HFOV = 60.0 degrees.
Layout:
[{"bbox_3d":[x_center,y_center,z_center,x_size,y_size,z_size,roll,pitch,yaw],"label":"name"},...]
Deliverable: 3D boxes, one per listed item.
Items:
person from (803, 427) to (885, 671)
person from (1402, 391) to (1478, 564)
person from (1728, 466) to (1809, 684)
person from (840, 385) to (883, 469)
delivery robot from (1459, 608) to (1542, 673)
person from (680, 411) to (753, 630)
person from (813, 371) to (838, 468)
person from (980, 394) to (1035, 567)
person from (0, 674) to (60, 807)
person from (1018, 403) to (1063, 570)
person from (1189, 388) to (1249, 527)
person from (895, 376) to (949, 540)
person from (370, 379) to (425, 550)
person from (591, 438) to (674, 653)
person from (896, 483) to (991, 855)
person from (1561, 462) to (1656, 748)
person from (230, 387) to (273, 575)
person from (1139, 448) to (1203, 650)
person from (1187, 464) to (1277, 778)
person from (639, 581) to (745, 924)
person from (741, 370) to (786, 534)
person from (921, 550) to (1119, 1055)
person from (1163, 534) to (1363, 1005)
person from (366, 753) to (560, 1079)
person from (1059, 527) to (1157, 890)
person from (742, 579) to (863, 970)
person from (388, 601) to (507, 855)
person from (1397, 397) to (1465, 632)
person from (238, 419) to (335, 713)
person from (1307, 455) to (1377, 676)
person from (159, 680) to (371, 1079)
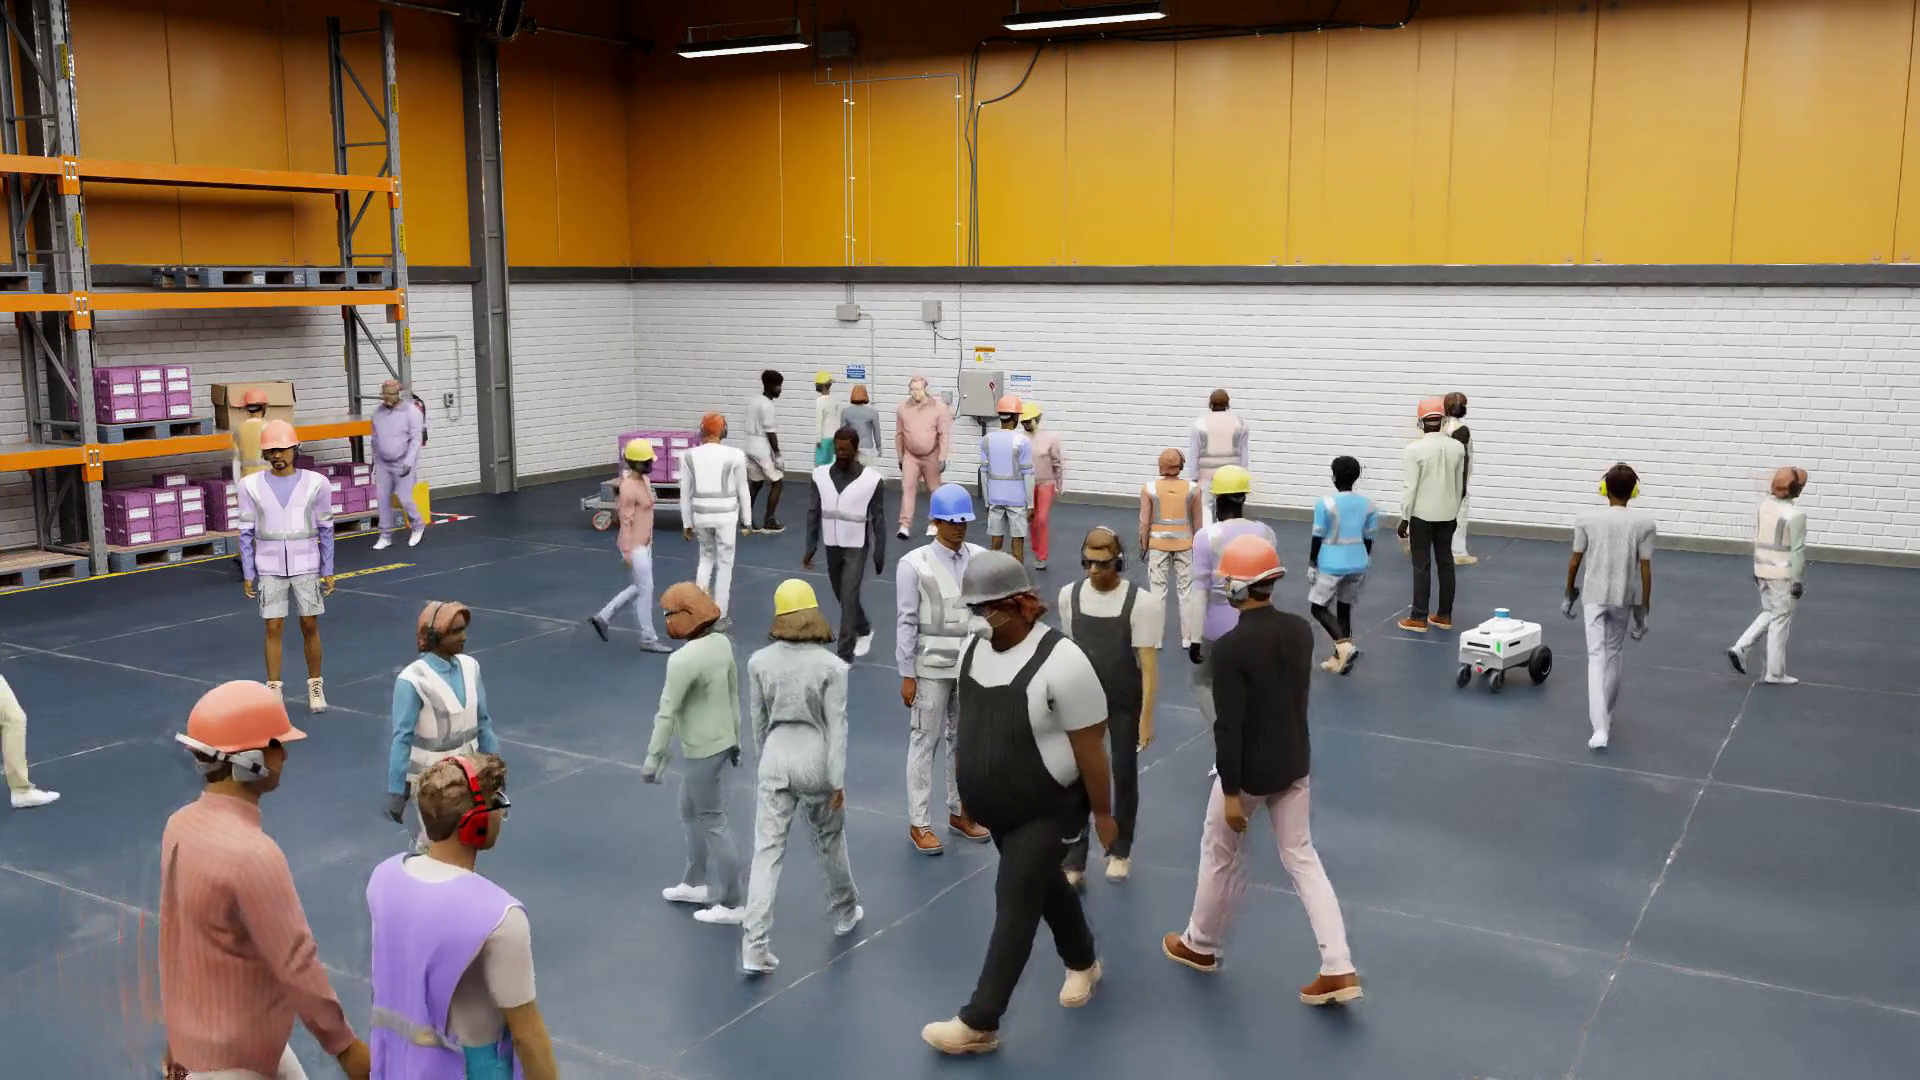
[{"bbox_3d":[-0.844,0.044,12.860,0.594,1.885,0.936,4,10,24],"label":"person"},{"bbox_3d":[5.045,-0.636,17.298,0.721,1.823,0.628,-2,9,-12],"label":"person"},{"bbox_3d":[5.986,0.266,12.225,0.415,1.625,0.535,-1,9,-7],"label":"person"},{"bbox_3d":[-1.258,-1.157,21.130,0.521,1.632,0.342,2,9,9],"label":"person"},{"bbox_3d":[3.991,0.750,12.274,0.477,0.478,0.707,9,13,44],"label":"delivery robot"},{"bbox_3d":[-2.069,-0.168,14.183,0.578,1.868,0.419,2,9,13],"label":"person"},{"bbox_3d":[-1.719,-1.363,22.057,0.510,1.755,0.530,5,10,27],"label":"person"},{"bbox_3d":[0.452,-0.367,15.238,0.544,1.937,0.358,5,11,30],"label":"person"},{"bbox_3d":[-5.456,0.738,9.349,0.515,1.611,0.661,6,11,32],"label":"person"},{"bbox_3d":[0.770,-0.544,16.998,0.541,1.722,0.759,3,9,16],"label":"person"},{"bbox_3d":[2.739,-0.689,17.592,0.629,1.828,0.477,1,9,5],"label":"person"},{"bbox_3d":[-0.444,-0.926,18.966,0.656,1.858,0.956,2,9,10],"label":"person"},{"bbox_3d":[-6.200,-0.834,18.316,0.659,1.881,0.541,2,9,12],"label":"person"},{"bbox_3d":[-2.637,0.039,13.300,0.640,1.739,0.539,1,9,6],"label":"person"},{"bbox_3d":[-0.058,0.665,8.759,0.617,1.946,0.397,-7,11,-36],"label":"person"},{"bbox_3d":[4.204,0.404,10.792,0.513,1.828,0.975,2,9,11],"label":"person"},{"bbox_3d":[-7.056,-0.578,16.686,0.553,1.905,0.903,2,9,12],"label":"person"},{"bbox_3d":[1.694,0.078,13.395,0.515,1.636,0.315,0,9,0],"label":"person"},{"bbox_3d":[1.594,0.504,9.885,0.607,1.908,0.419,-5,10,-27],"label":"person"},{"bbox_3d":[-1.268,0.990,7.763,0.615,1.609,0.505,2,9,14],"label":"person"},{"bbox_3d":[-2.258,-1.014,19.316,0.521,1.927,0.617,-4,10,-26],"label":"person"},{"bbox_3d":[0.281,0.960,6.629,1.019,2.000,0.742,-7,12,-38],"label":"person"},{"bbox_3d":[1.303,0.952,6.967,0.610,1.959,0.990,-6,11,-34],"label":"person"},{"bbox_3d":[-1.303,1.446,4.390,0.589,1.794,0.987,8,12,40],"label":"person"},{"bbox_3d":[0.702,0.837,8.100,0.537,1.810,0.762,3,10,20],"label":"person"},{"bbox_3d":[-0.736,1.025,7.364,0.489,1.692,0.901,2,9,15],"label":"person"},{"bbox_3d":[-2.179,1.068,7.271,0.795,1.602,0.531,3,10,18],"label":"person"},{"bbox_3d":[3.980,-0.214,14.109,0.613,1.991,0.392,-4,10,-21],"label":"person"},{"bbox_3d":[-4.609,0.192,11.415,0.611,2.043,0.375,-3,10,-18],"label":"person"},{"bbox_3d":[2.882,0.218,12.380,0.555,1.678,0.543,-4,10,-22],"label":"person"},{"bbox_3d":[-1.963,1.350,4.564,1.072,1.940,0.621,-7,11,-36],"label":"person"}]
